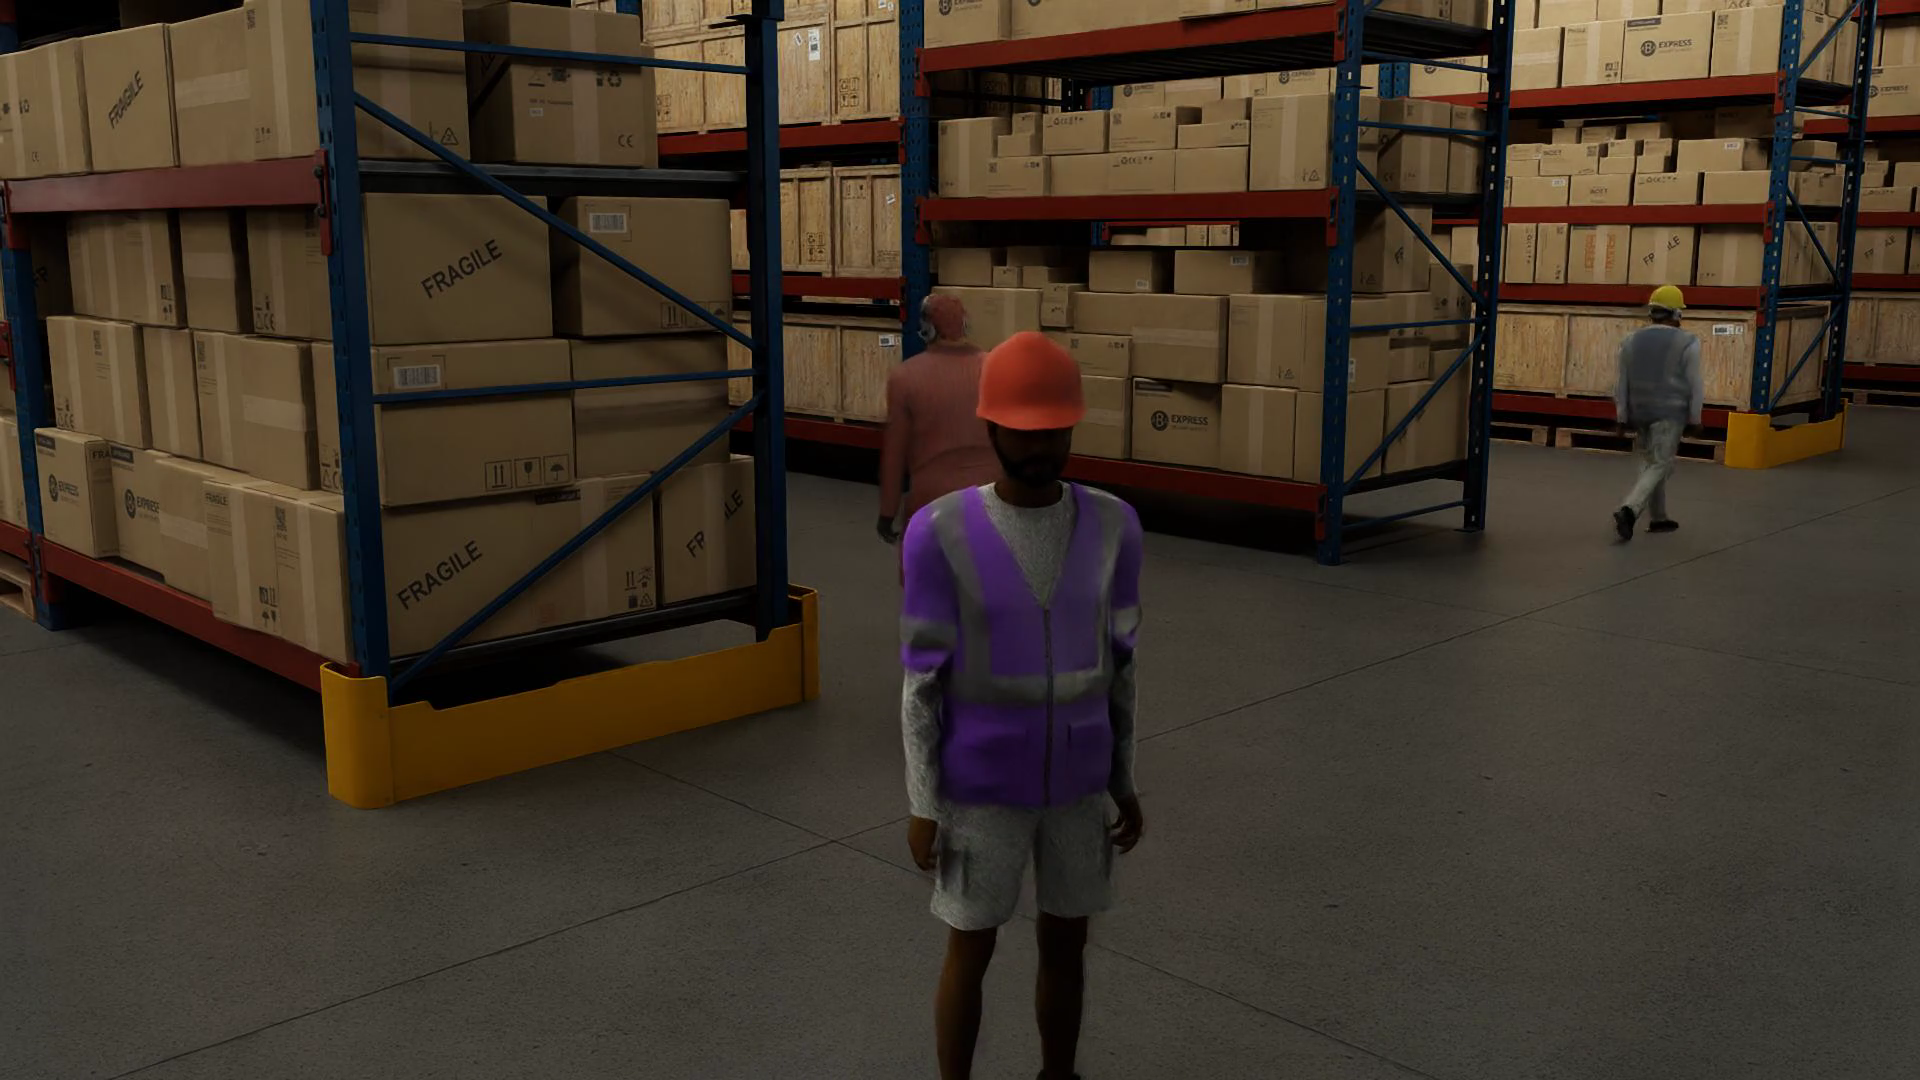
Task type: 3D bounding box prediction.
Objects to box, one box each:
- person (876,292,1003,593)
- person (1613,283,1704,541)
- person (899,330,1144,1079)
[{"bbox_3d":[-0.025,-0.166,7.483,0.738,1.879,0.496,-5,11,-23],"label":"person"},{"bbox_3d":[4.877,-0.894,11.684,0.826,1.803,0.588,-7,12,-32],"label":"person"},{"bbox_3d":[0.150,0.517,3.611,0.551,1.934,0.373,-3,11,-16],"label":"person"}]
